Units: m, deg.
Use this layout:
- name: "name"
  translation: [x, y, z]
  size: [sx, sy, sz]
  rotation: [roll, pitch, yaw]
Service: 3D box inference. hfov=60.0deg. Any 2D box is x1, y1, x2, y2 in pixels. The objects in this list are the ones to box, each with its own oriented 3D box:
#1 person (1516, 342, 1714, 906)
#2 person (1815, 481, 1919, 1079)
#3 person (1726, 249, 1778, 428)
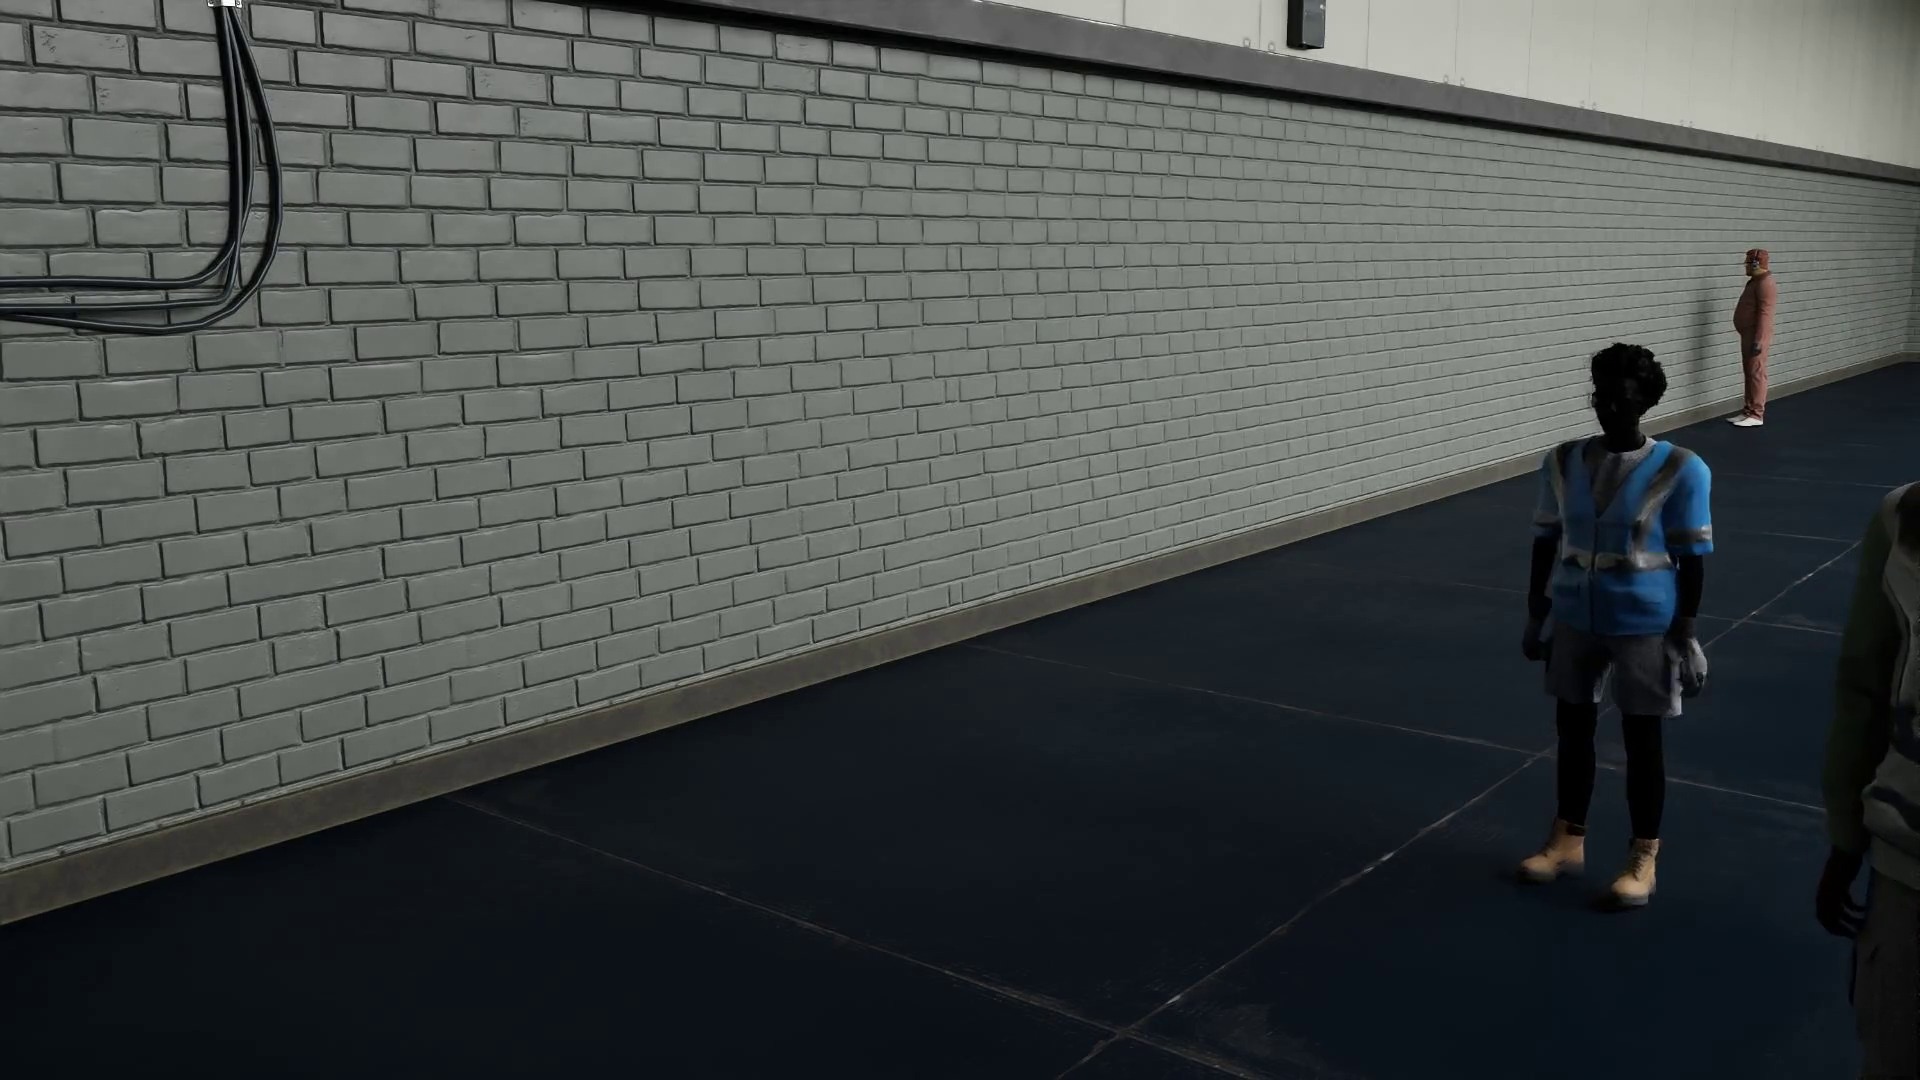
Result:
- name: "person"
  translation: [1.997, 0.251, 5.066]
  size: [0.324, 1.702, 0.594]
  rotation: [-9, 14, -41]
- name: "person"
  translation: [1.726, 0.552, 2.732]
  size: [0.402, 1.941, 0.602]
  rotation: [-10, 14, -43]
- name: "person"
  translation: [8.559, -2.178, 17.967]
  size: [0.400, 1.905, 0.643]
  rotation: [3, 11, 17]
